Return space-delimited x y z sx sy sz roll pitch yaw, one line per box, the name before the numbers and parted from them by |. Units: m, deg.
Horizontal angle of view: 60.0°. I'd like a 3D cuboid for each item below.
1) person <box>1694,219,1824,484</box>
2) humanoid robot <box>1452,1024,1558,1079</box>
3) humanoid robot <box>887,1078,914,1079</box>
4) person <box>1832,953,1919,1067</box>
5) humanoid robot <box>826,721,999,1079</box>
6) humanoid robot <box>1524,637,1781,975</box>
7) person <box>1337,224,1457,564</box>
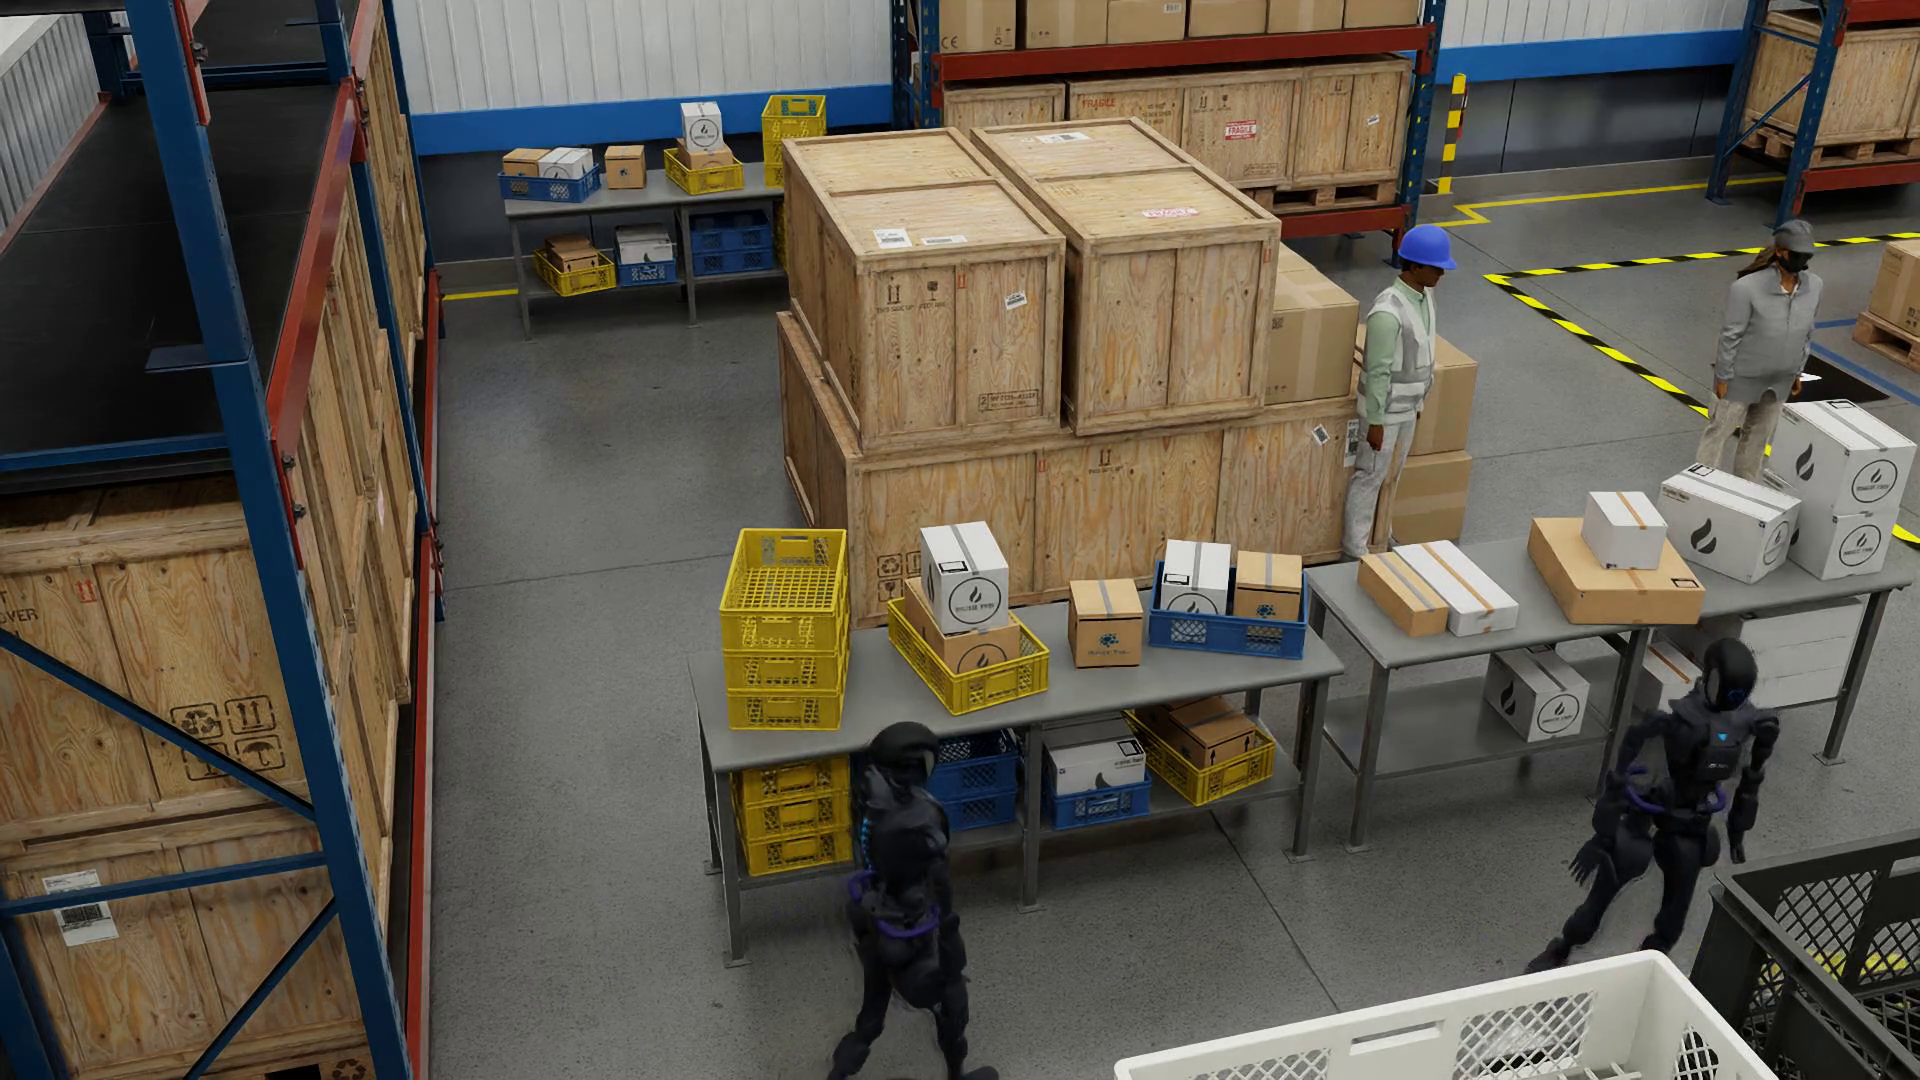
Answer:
person | 4.418 -0.924 9.238 0.563 1.769 0.399 -6 29 -11
humanoid robot | 1.419 1.805 4.322 0.619 1.780 0.841 24 37 37
humanoid robot | -0.081 1.937 4.133 0.364 1.638 0.584 -9 30 -15
person | 2.102 1.773 4.347 0.936 1.766 0.587 12 31 20
humanoid robot | -0.219 1.287 5.385 0.762 1.652 0.605 -18 33 -29
humanoid robot | 2.454 1.002 5.846 0.624 1.645 0.455 -2 29 -3
person | 2.271 -0.710 8.679 0.411 1.939 0.602 19 34 31
